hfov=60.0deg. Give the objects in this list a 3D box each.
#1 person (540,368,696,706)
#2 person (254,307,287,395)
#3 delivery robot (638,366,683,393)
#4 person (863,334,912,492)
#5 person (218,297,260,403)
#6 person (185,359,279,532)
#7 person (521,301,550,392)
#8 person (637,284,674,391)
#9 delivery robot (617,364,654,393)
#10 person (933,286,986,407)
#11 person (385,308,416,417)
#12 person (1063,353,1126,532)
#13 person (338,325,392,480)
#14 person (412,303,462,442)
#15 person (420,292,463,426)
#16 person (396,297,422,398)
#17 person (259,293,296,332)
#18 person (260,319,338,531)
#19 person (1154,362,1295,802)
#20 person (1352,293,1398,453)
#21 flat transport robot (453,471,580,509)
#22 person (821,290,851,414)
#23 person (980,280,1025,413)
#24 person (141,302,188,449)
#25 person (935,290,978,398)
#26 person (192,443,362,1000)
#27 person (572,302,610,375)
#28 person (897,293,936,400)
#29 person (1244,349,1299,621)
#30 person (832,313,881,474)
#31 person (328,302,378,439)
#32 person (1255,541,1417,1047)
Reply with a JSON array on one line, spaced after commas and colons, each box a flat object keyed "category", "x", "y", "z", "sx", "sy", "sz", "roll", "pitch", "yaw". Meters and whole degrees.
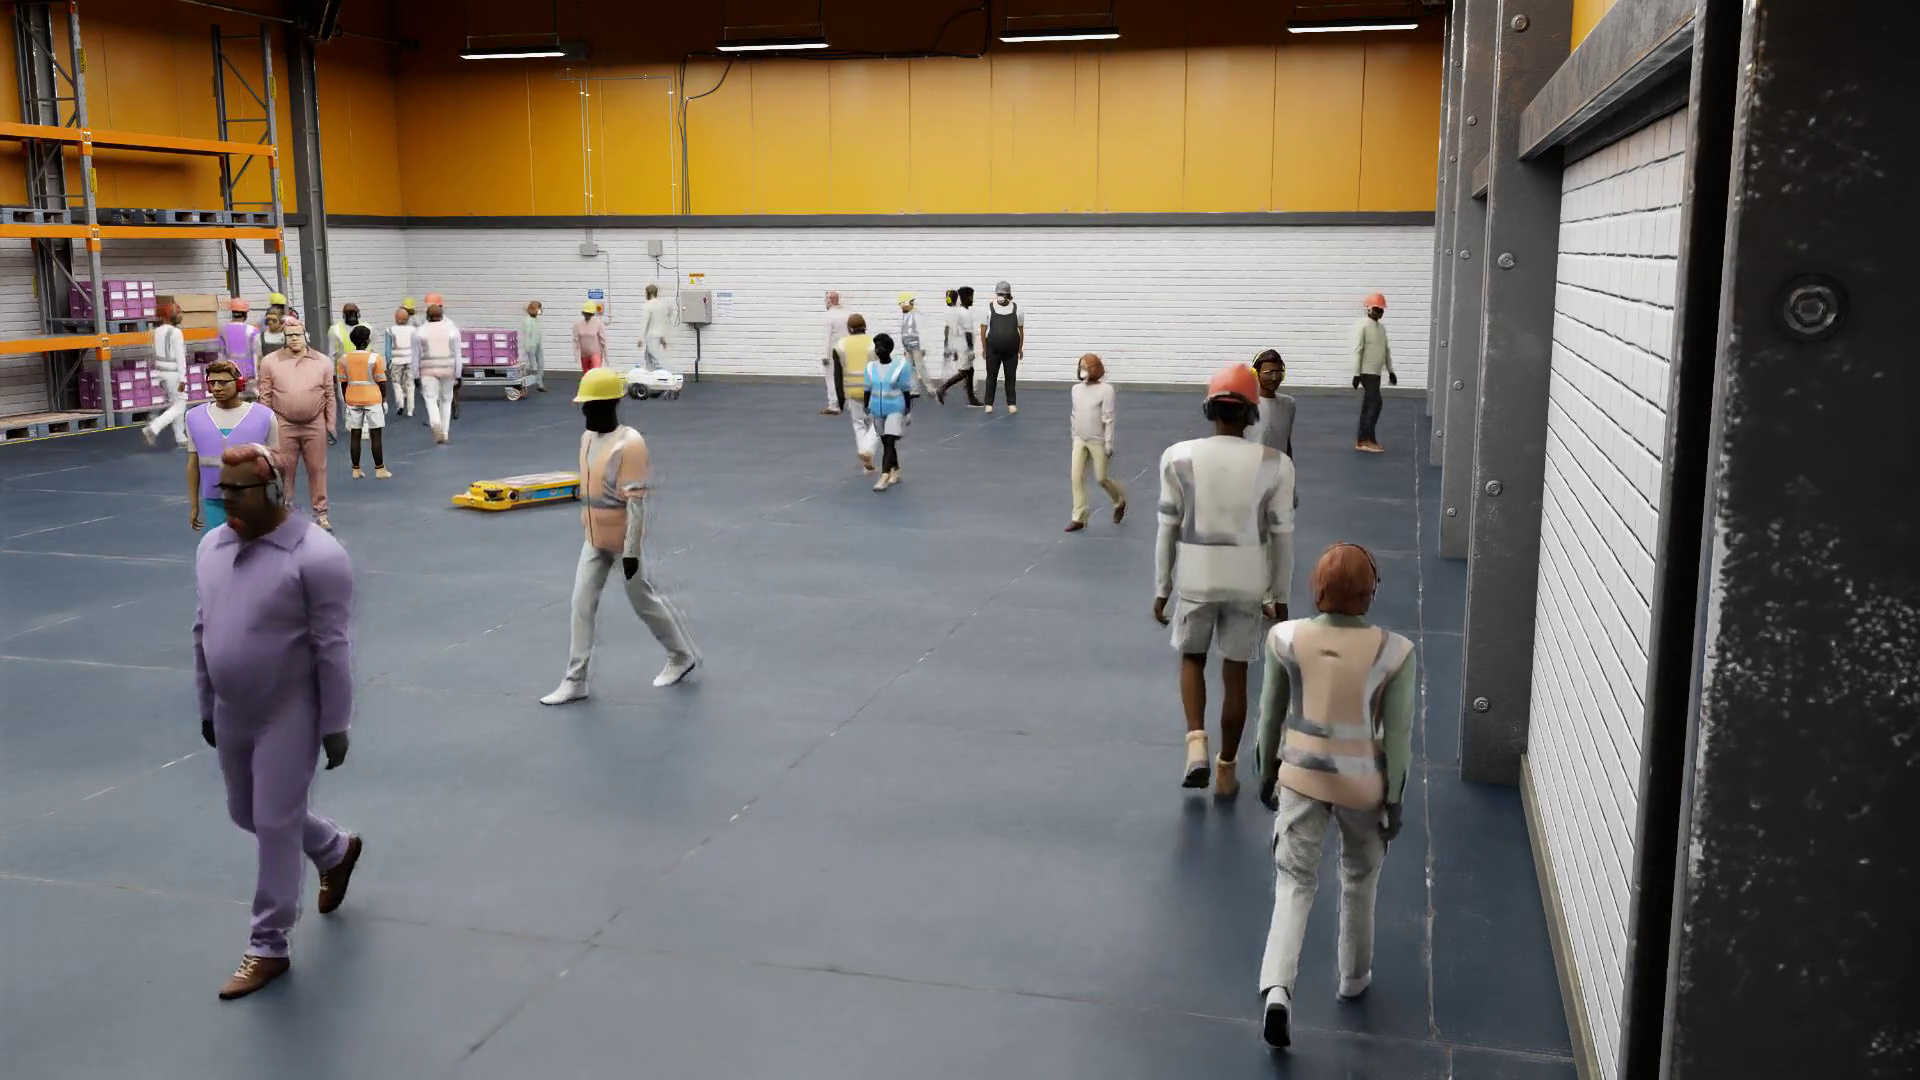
[{"category": "person", "x": -1.925, "y": -0.042, "z": 9.436, "sx": 0.964, "sy": 1.888, "sz": 0.600, "roll": -10, "pitch": 14, "yaw": -44}, {"category": "person", "x": -8.404, "y": -1.973, "z": 20.557, "sx": 0.513, "sy": 1.823, "sz": 0.809, "roll": -2, "pitch": 10, "yaw": -12}, {"category": "delivery robot", "x": -4.991, "y": -2.659, "z": 27.748, "sx": 0.707, "sy": 0.478, "sz": 0.477, "roll": 3, "pitch": 10, "yaw": 18}, {"category": "person", "x": -0.774, "y": -1.361, "z": 17.584, "sx": 0.532, "sy": 1.641, "sz": 0.902, "roll": 4, "pitch": 11, "yaw": 23}, {"category": "person", "x": -9.304, "y": -2.180, "z": 21.487, "sx": 0.552, "sy": 1.906, "sz": 0.905, "roll": -1, "pitch": 10, "yaw": -3}, {"category": "person", "x": -4.632, "y": -0.238, "z": 10.651, "sx": 0.570, "sy": 1.843, "sz": 0.372, "roll": -1, "pitch": 10, "yaw": -7}, {"category": "person", "x": -7.518, "y": -3.382, "z": 29.109, "sx": 0.558, "sy": 1.611, "sz": 0.535, "roll": 3, "pitch": 10, "yaw": 14}, {"category": "person", "x": -5.317, "y": -3.545, "z": 29.245, "sx": 0.952, "sy": 1.908, "sz": 0.657, "roll": 3, "pitch": 11, "yaw": 18}, {"category": "delivery robot", "x": -5.431, "y": -2.730, "z": 28.147, "sx": 0.477, "sy": 0.478, "sz": 0.707, "roll": 9, "pitch": 14, "yaw": 43}, {"category": "person", "x": 0.004, "y": -3.038, "z": 26.254, "sx": 0.821, "sy": 1.940, "sz": 0.614, "roll": -2, "pitch": 10, "yaw": -9}, {"category": "person", "x": -8.326, "y": -2.650, "z": 24.911, "sx": 0.545, "sy": 1.625, "sz": 0.387, "roll": -4, "pitch": 11, "yaw": -24}, {"category": "person", "x": 1.227, "y": -0.893, "z": 15.025, "sx": 0.508, "sy": 1.608, "sz": 0.696, "roll": 9, "pitch": 14, "yaw": 42}, {"category": "person", "x": -6.512, "y": -1.496, "z": 18.198, "sx": 0.534, "sy": 1.697, "sz": 0.318, "roll": 1, "pitch": 10, "yaw": 3}, {"category": "person", "x": -6.801, "y": -2.170, "z": 21.669, "sx": 0.632, "sy": 1.819, "sz": 0.770, "roll": -5, "pitch": 11, "yaw": -25}, {"category": "person", "x": -7.482, "y": -2.614, "z": 23.932, "sx": 0.551, "sy": 1.913, "sz": 0.834, "roll": 5, "pitch": 11, "yaw": 28}, {"category": "person", "x": -9.317, "y": -3.279, "z": 28.285, "sx": 0.506, "sy": 1.700, "sz": 0.788, "roll": 4, "pitch": 11, "yaw": 23}, {"category": "person", "x": -9.863, "y": -2.644, "z": 24.210, "sx": 0.591, "sy": 1.875, "sz": 1.011, "roll": 1, "pitch": 10, "yaw": 5}, {"category": "person", "x": -5.895, "y": -1.012, "z": 14.857, "sx": 0.636, "sy": 1.911, "sz": 0.406, "roll": -5, "pitch": 11, "yaw": -25}, {"category": "person", "x": 1.215, "y": 0.201, "z": 7.647, "sx": 0.631, "sy": 2.025, "sz": 0.440, "roll": 2, "pitch": 10, "yaw": 12}, {"category": "person", "x": 5.214, "y": -2.074, "z": 20.681, "sx": 0.622, "sy": 1.975, "sz": 0.624, "roll": 8, "pitch": 13, "yaw": 39}, {"category": "flat transport robot", "x": -4.269, "y": -0.511, "z": 16.651, "sx": 0.652, "sy": 0.197, "sz": 1.431, "roll": 8, "pitch": 13, "yaw": 39}, {"category": "person", "x": -1.883, "y": -2.839, "z": 25.249, "sx": 0.479, "sy": 1.892, "sz": 0.658, "roll": 6, "pitch": 12, "yaw": 32}, {"category": "person", "x": 0.666, "y": -2.961, "z": 25.518, "sx": 0.683, "sy": 2.000, "sz": 0.536, "roll": -1, "pitch": 10, "yaw": -6}, {"category": "person", "x": -9.920, "y": -2.033, "z": 20.783, "sx": 0.587, "sy": 1.867, "sz": 0.698, "roll": 7, "pitch": 12, "yaw": 36}, {"category": "person", "x": -0.069, "y": -3.297, "z": 28.051, "sx": 0.864, "sy": 1.837, "sz": 0.563, "roll": 10, "pitch": 14, "yaw": 44}, {"category": "person", "x": -2.425, "y": 0.580, "z": 5.920, "sx": 0.663, "sy": 1.883, "sz": 0.824, "roll": 4, "pitch": 11, "yaw": 22}, {"category": "person", "x": -5.775, "y": -2.882, "z": 26.065, "sx": 0.550, "sy": 1.693, "sz": 0.812, "roll": 2, "pitch": 10, "yaw": 10}, {"category": "person", "x": -0.705, "y": -3.224, "z": 27.750, "sx": 0.614, "sy": 1.788, "sz": 0.651, "roll": -5, "pitch": 11, "yaw": -26}, {"category": "person", "x": 2.060, "y": -0.362, "z": 11.287, "sx": 0.530, "sy": 1.869, "sz": 0.311, "roll": -4, "pitch": 11, "yaw": -21}, {"category": "person", "x": -1.080, "y": -1.618, "z": 18.559, "sx": 0.692, "sy": 1.809, "sz": 0.532, "roll": 2, "pitch": 10, "yaw": 12}, {"category": "person", "x": -8.080, "y": -2.262, "z": 22.190, "sx": 0.633, "sy": 1.826, "sz": 0.631, "roll": -4, "pitch": 11, "yaw": -22}, {"category": "person", "x": 1.190, "y": 0.810, "z": 5.385, "sx": 0.519, "sy": 1.605, "sz": 0.783, "roll": 4, "pitch": 11, "yaw": 23}]
